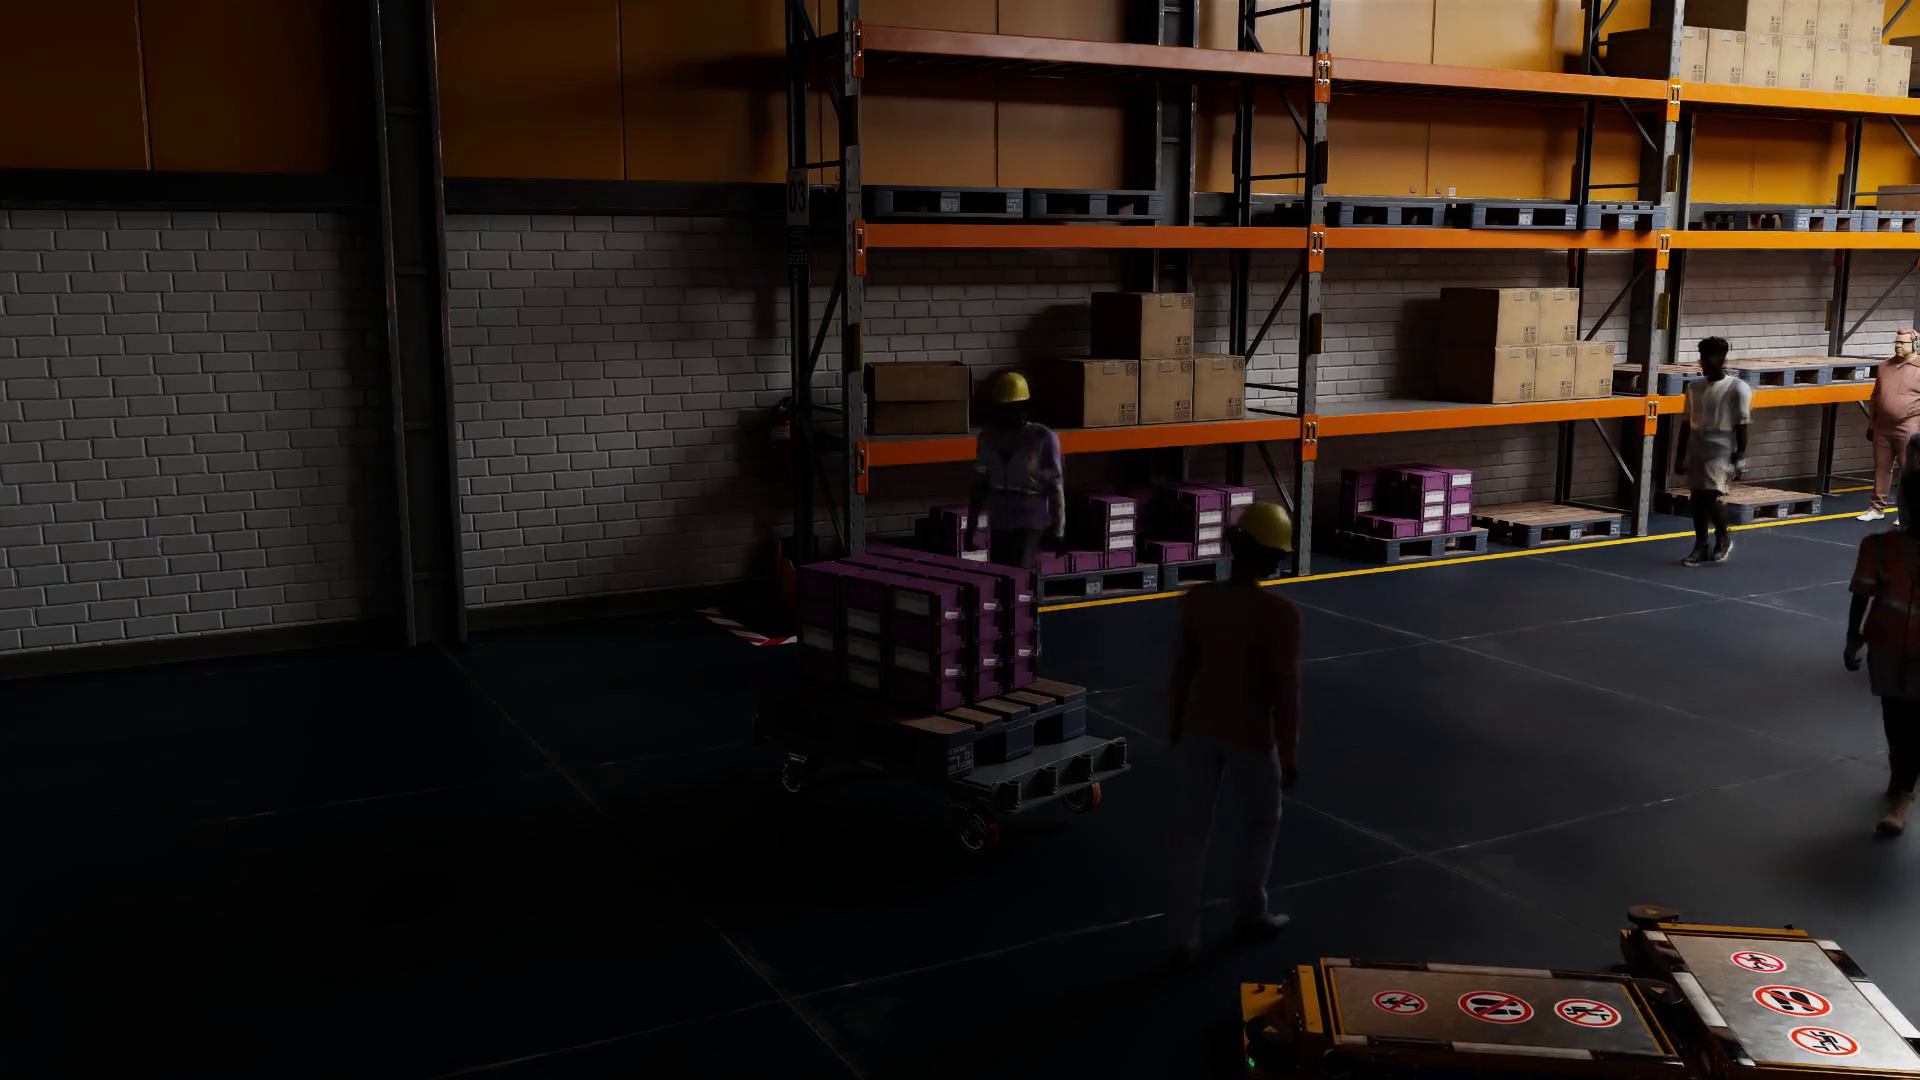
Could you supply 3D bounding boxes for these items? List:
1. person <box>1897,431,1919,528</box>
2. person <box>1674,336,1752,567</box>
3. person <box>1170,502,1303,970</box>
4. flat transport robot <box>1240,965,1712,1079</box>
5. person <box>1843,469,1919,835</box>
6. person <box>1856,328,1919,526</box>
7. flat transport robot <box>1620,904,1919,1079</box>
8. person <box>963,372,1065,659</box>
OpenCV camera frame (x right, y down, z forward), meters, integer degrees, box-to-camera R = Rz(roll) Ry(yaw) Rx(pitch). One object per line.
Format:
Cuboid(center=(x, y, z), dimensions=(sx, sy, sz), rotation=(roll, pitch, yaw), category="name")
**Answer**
Cuboid(center=(6.285, -0.090, 10.593), dimensions=(0.591, 1.822, 0.404), rotation=(9, 13, 41), category="person")
Cuboid(center=(6.251, -0.727, 13.887), dimensions=(0.424, 1.945, 0.628), rotation=(-5, 11, -25), category="person")
Cuboid(center=(1.036, 0.716, 6.216), dimensions=(0.611, 1.718, 0.729), rotation=(8, 13, 40), category="person")
Cuboid(center=(1.638, 1.593, 5.362), dimensions=(1.431, 0.197, 0.652), rotation=(1, 10, 8), category="flat transport robot")
Cuboid(center=(4.441, 0.485, 7.770), dimensions=(0.541, 1.651, 0.896), rotation=(8, 13, 40), category="person")
Cuboid(center=(9.087, -1.093, 16.116), dimensions=(0.406, 1.911, 0.638), rotation=(-5, 11, -28), category="person")
Cuboid(center=(2.699, 1.572, 5.486), dimensions=(0.652, 0.197, 1.431), rotation=(1, 10, 8), category="flat transport robot")
Cuboid(center=(0.295, -0.092, 10.394), dimensions=(0.621, 1.891, 0.854), rotation=(7, 12, 36), category="person")
